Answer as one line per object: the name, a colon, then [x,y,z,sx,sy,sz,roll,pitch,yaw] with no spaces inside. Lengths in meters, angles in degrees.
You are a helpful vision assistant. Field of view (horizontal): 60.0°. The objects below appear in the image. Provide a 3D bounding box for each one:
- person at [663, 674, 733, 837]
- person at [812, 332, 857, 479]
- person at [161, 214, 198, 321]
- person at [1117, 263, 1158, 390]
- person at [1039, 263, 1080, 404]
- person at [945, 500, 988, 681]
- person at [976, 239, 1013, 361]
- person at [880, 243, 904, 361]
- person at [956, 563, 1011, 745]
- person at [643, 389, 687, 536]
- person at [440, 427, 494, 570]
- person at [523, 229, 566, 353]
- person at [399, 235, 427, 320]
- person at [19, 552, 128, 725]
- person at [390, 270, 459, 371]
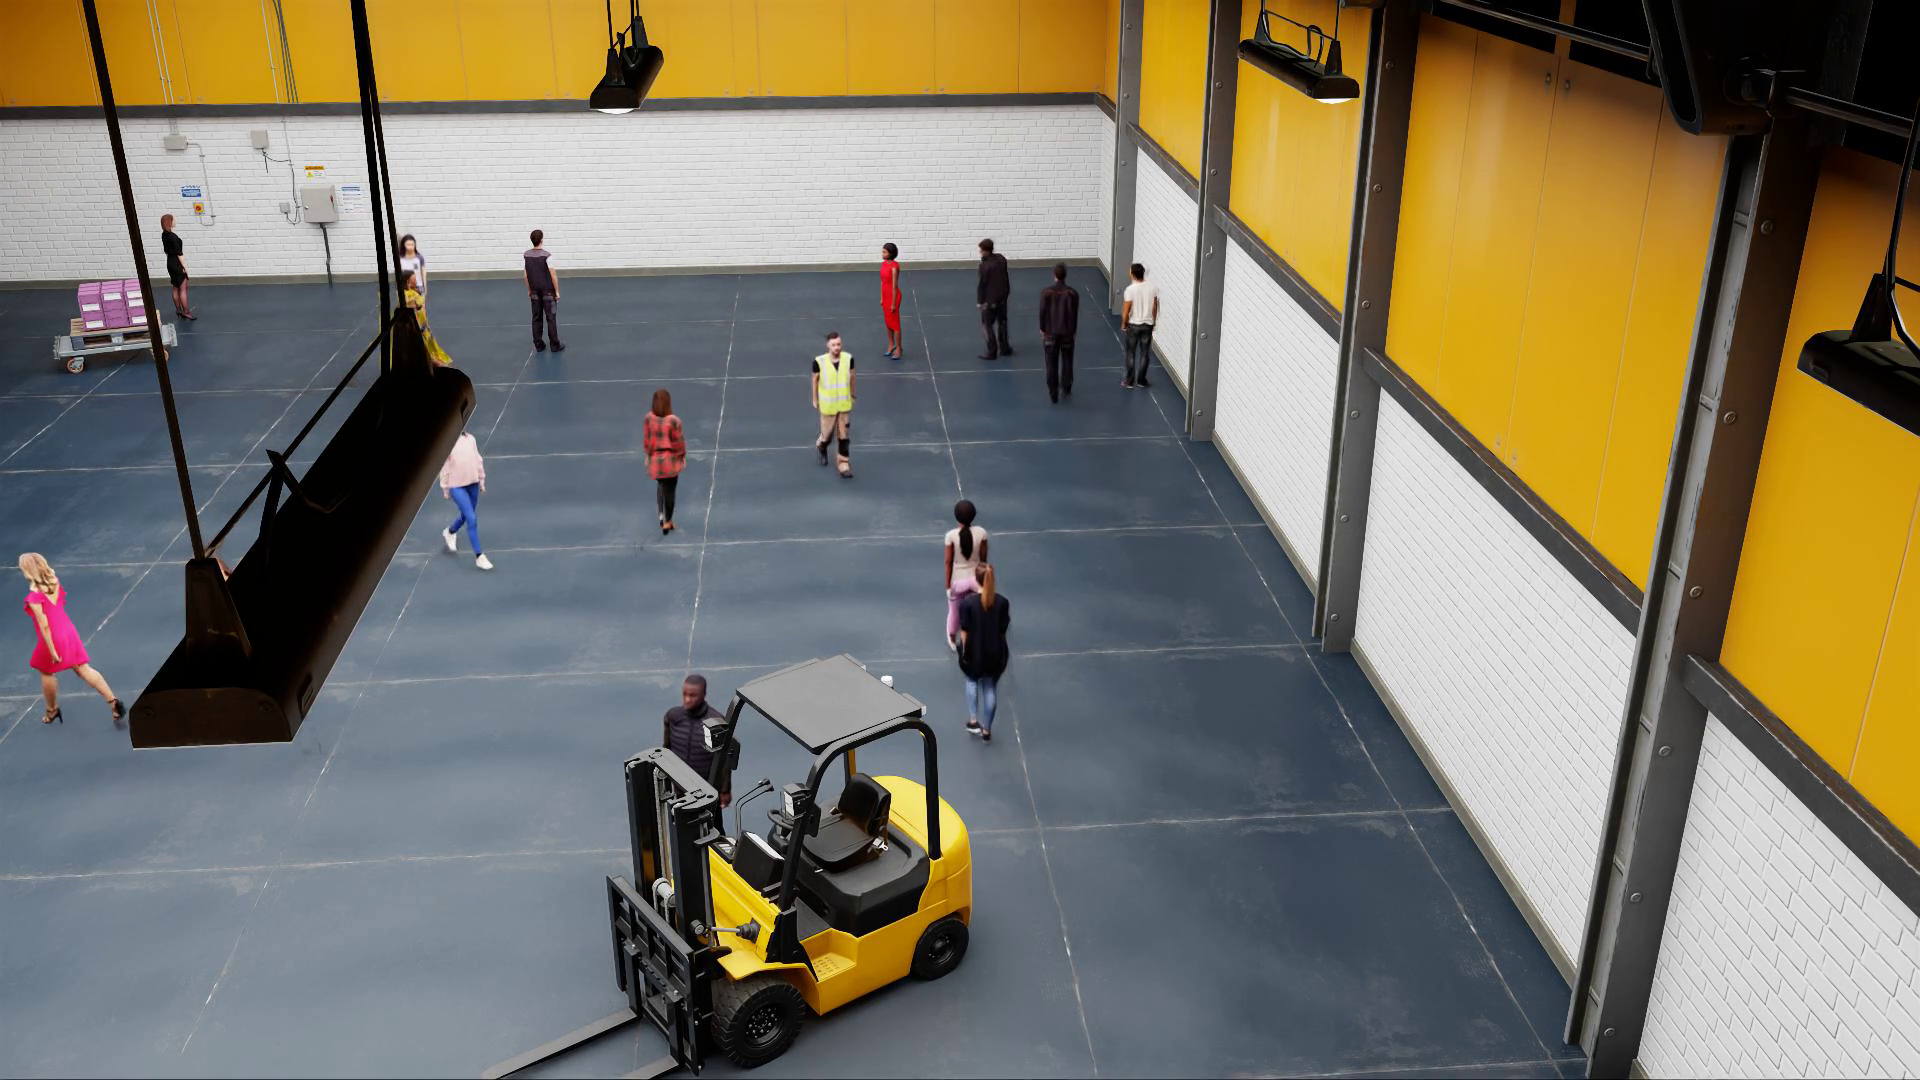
person: [-1.927,1.810,12.313,0.770,1.837,0.718,7,25,15]
person: [-1.538,-1.674,20.288,0.842,1.833,1.000,-9,25,-19]
person: [-12.536,-4.365,26.603,0.649,1.706,0.699,17,29,34]
person: [2.543,-3.033,23.457,0.722,1.786,0.618,0,24,0]
person: [1.360,-2.809,22.813,0.789,1.890,0.970,2,24,4]
person: [0.090,0.482,15.531,0.598,1.694,1.181,-3,24,-8]
person: [0.571,-3.604,24.734,0.899,1.809,0.923,-14,27,-29]
person: [-1.015,-3.559,24.715,0.696,1.742,0.578,-14,27,-28]
person: [0.229,1.015,14.338,0.616,1.672,0.655,-3,24,-6]
person: [-3.332,-0.846,18.567,0.724,1.694,0.730,6,24,14]
person: [-5.390,-0.562,17.867,1.172,1.736,1.108,18,30,36]
person: [-6.289,-3.753,25.025,0.727,1.848,0.678,5,24,11]
person: [-8.351,-3.789,25.336,0.811,1.666,1.233,-8,25,-17]
person: [-7.815,0.900,14.591,0.839,1.679,1.065,5,24,11]
person: [-7.844,-2.989,23.593,0.949,1.596,1.234,-6,24,-14]
